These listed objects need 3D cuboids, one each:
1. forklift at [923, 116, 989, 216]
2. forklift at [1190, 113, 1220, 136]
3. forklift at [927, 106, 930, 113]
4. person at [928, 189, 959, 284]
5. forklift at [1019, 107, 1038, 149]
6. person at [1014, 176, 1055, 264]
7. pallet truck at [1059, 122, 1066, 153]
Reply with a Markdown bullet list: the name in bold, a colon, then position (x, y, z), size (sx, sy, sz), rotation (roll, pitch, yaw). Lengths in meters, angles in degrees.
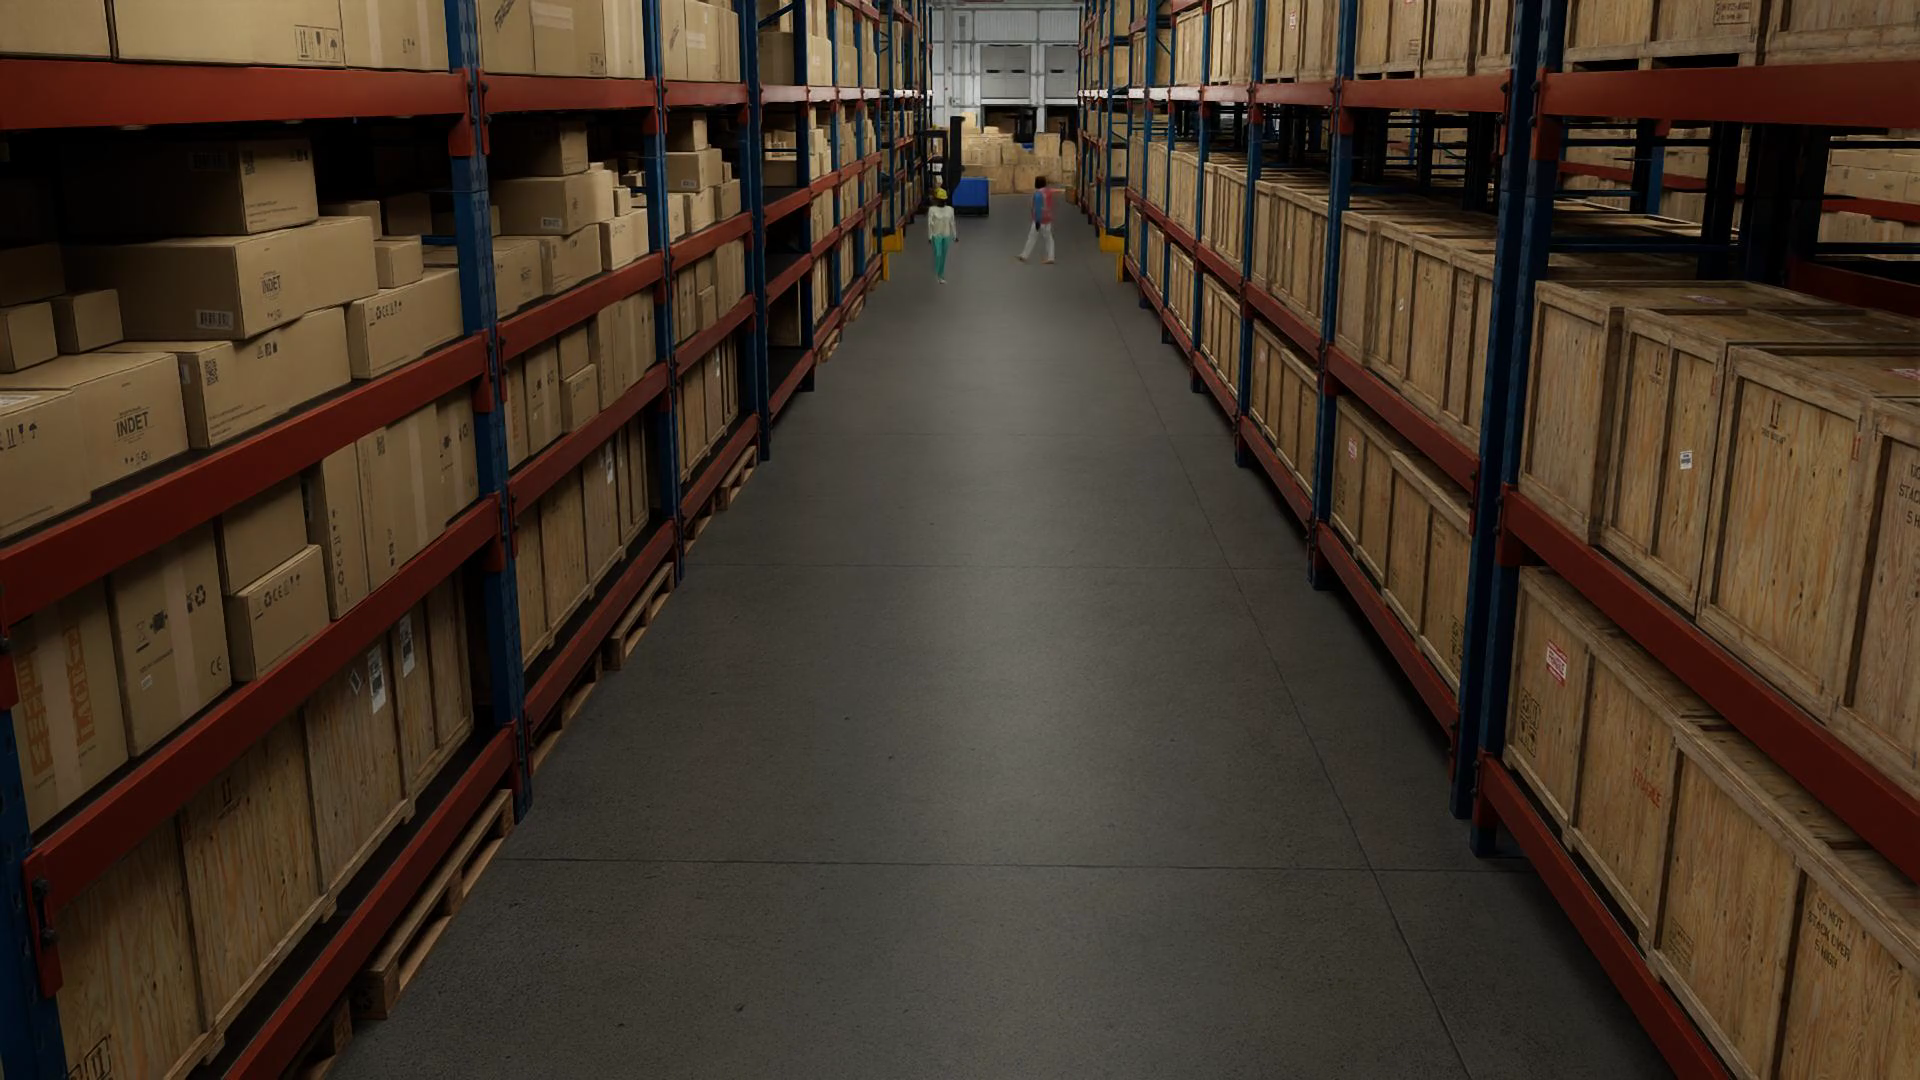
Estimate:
- **forklift**: position (-0.099, -10.752, 47.794), size (1.873, 2.768, 1.129), rotation (0, 15, 2)
- **forklift**: position (7.958, -12.512, 54.345), size (1.129, 2.768, 1.873), rotation (0, 15, 1)
- **forklift**: position (-2.001, -20.667, 84.687), size (1.129, 2.768, 1.873), rotation (0, 15, 2)
- **person**: position (-0.306, -5.645, 30.944), size (0.529, 1.741, 0.630), rotation (-8, 17, -28)
- **forklift**: position (3.350, -19.703, 81.099), size (1.129, 2.768, 1.873), rotation (-11, 19, -36)
- **person**: position (1.584, -6.624, 34.481), size (0.917, 1.799, 0.655), rotation (9, 17, 30)
- **pallet truck**: position (5.788, -21.111, 88.014), size (1.885, 1.965, 0.823), rotation (5, 16, 18)
